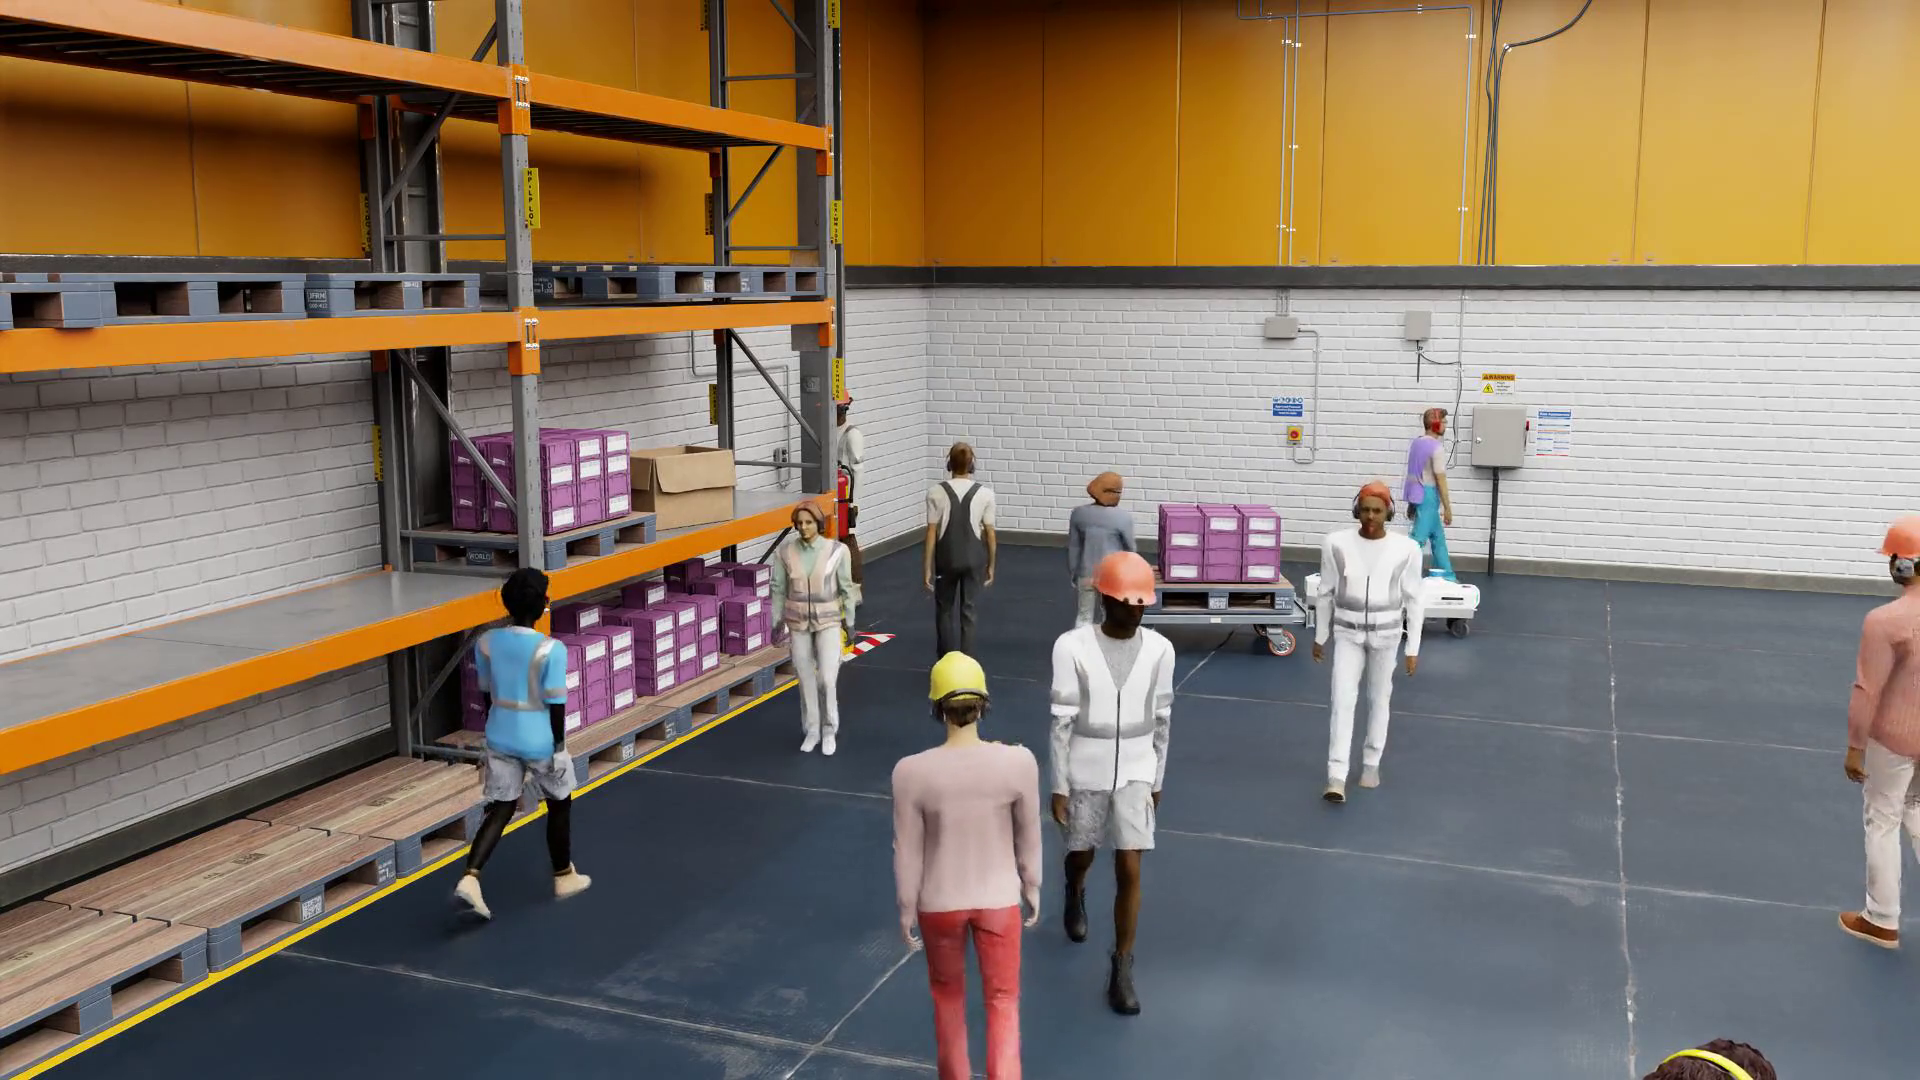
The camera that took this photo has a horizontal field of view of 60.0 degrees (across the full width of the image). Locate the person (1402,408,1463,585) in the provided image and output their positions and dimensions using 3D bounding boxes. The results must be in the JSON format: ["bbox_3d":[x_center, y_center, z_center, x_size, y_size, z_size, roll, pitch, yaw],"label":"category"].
[{"bbox_3d":[4.434,-0.355,15.719,0.945,1.799,0.582,-1,9,-4],"label":"person"}]

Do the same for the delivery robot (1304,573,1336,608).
[{"bbox_3d":[3.342,0.435,14.344,0.707,0.478,0.477,6,11,35],"label":"delivery robot"}]

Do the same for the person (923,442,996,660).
[{"bbox_3d":[-0.009,0.178,12.309,0.532,1.812,0.820,0,9,-3],"label":"person"}]

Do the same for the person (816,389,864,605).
[{"bbox_3d":[-1.120,-0.405,15.252,0.393,2.041,0.614,-5,11,-31],"label":"person"}]

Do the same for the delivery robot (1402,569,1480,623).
[{"bbox_3d":[3.996,0.490,13.999,0.707,0.478,0.477,1,9,8],"label":"delivery robot"}]

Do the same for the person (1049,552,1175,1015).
[{"bbox_3d":[0.626,0.963,7.109,0.555,1.908,0.858,-1,9,-6],"label":"person"}]

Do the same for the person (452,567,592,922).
[{"bbox_3d":[-2.094,0.964,7.852,0.536,1.673,0.776,4,10,23],"label":"person"}]

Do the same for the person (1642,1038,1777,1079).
[{"bbox_3d":[1.141,1.689,2.644,0.327,1.874,0.518,-8,12,-41],"label":"person"}]

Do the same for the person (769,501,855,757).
[{"bbox_3d":[-0.938,0.563,10.484,0.540,1.621,0.490,1,9,9],"label":"person"}]

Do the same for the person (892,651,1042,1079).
[{"bbox_3d":[0.038,1.266,5.722,0.532,1.740,0.710,-1,9,-3],"label":"person"}]

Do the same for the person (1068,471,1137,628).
[{"bbox_3d":[1.051,0.285,12.302,0.529,1.599,0.375,5,10,29],"label":"person"}]

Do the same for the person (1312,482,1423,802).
[{"bbox_3d":[2.337,0.597,9.584,0.620,1.837,0.951,3,9,16],"label":"person"}]

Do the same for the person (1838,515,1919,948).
[{"bbox_3d":[4.255,0.873,7.430,0.635,1.974,0.480,-2,9,-15],"label":"person"}]
